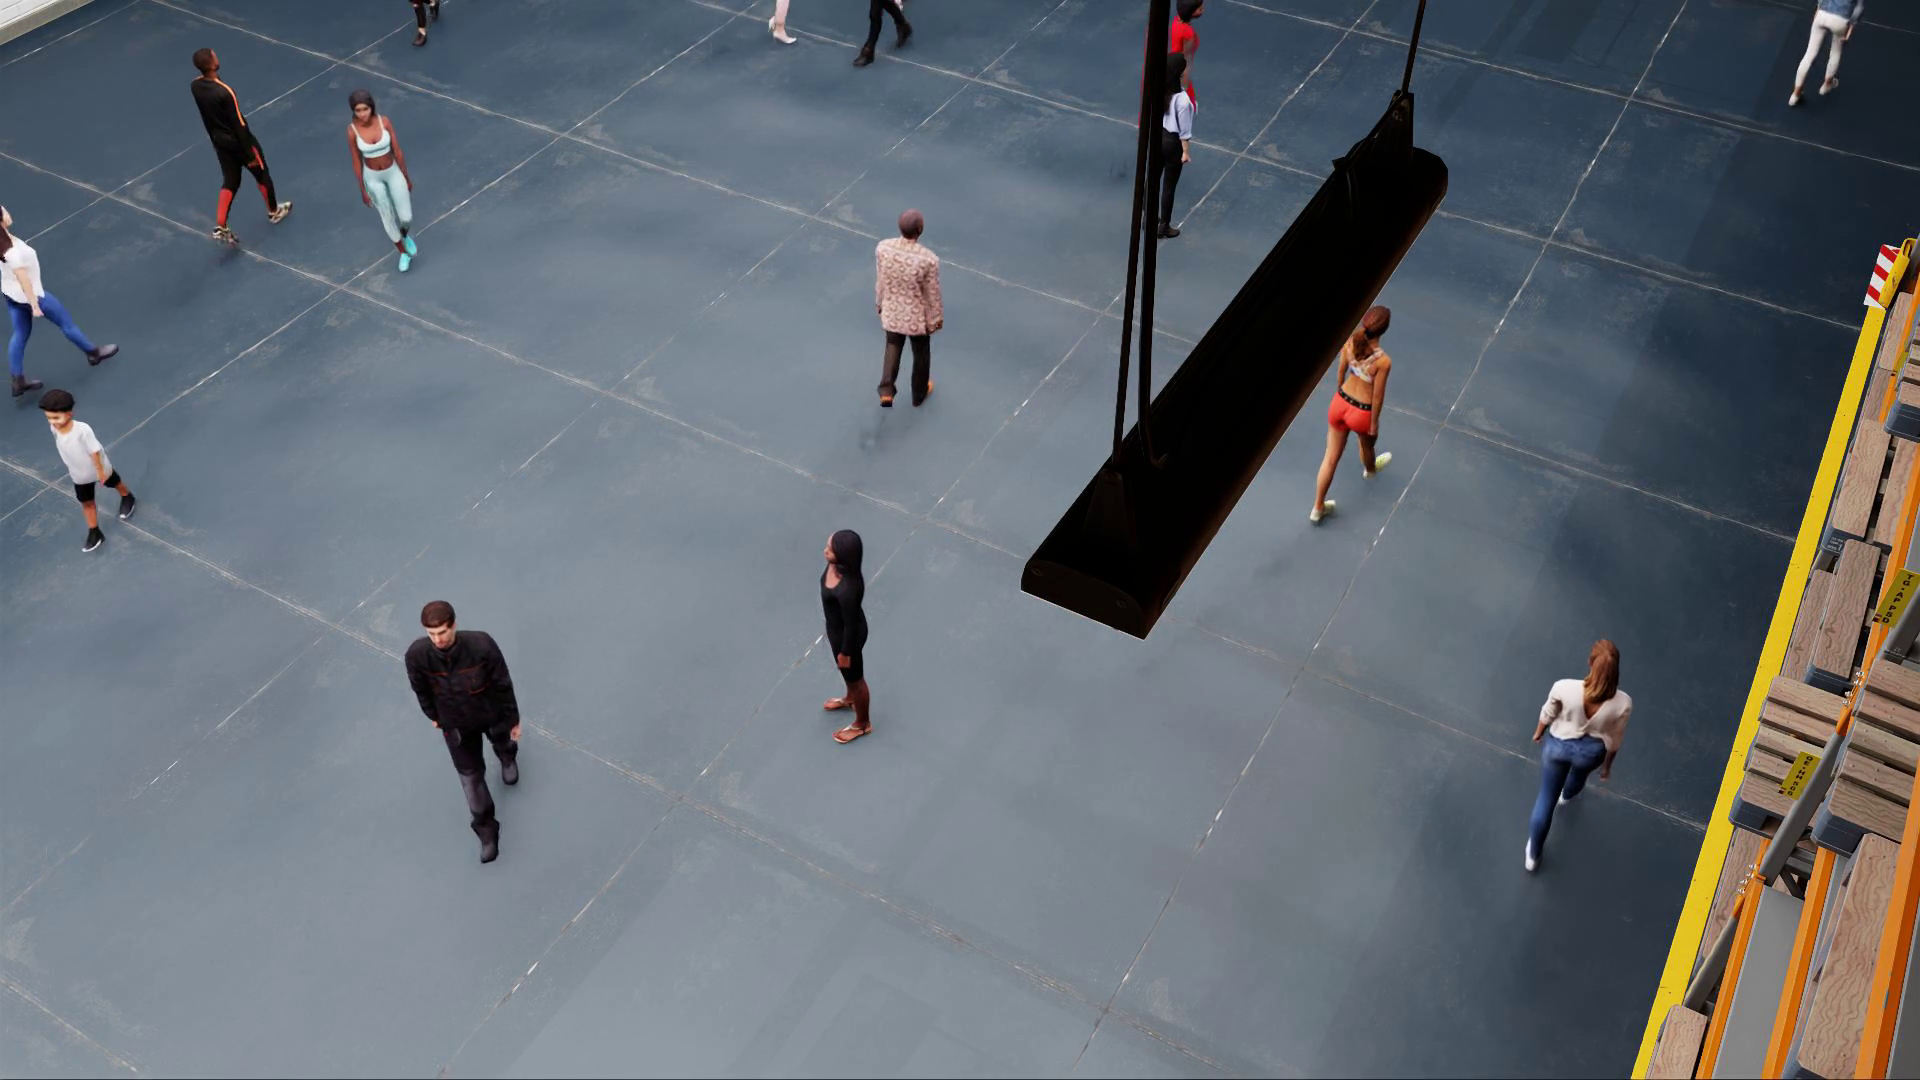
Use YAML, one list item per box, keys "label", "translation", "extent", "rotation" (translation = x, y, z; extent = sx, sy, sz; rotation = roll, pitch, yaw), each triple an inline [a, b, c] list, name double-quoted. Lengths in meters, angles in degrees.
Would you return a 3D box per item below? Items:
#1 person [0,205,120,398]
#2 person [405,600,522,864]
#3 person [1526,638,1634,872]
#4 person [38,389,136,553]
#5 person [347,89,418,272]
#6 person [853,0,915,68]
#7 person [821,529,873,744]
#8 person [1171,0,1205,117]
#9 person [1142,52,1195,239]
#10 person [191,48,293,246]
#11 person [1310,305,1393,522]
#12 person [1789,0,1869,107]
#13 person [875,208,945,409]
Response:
- label: "person"
  translation: [-7.350, -1.839, 12.963]
  extent: [0.653, 1.643, 1.112]
  rotation: [26, 49, 24]
- label: "person"
  translation: [-2.881, 0.966, 9.908]
  extent: [1.185, 1.796, 1.258]
  rotation: [-9, 44, -9]
- label: "person"
  translation: [3.537, 1.299, 9.635]
  extent: [0.731, 1.691, 1.064]
  rotation: [15, 46, 16]
- label: "person"
  translation: [-6.238, -0.591, 11.955]
  extent: [0.736, 1.227, 0.931]
  rotation: [2, 44, 2]
- label: "person"
  translation: [-4.942, -3.117, 14.252]
  extent: [0.719, 1.716, 0.784]
  rotation: [-17, 46, -17]
- label: "person"
  translation: [-0.770, -5.798, 17.043]
  extent: [1.190, 1.748, 0.855]
  rotation: [-32, 52, -29]
- label: "person"
  translation: [-0.716, 0.577, 10.372]
  extent: [0.734, 1.720, 0.674]
  rotation: [-10, 45, -11]
- label: "person"
  translation: [1.952, -4.254, 15.435]
  extent: [0.899, 1.731, 0.836]
  rotation: [-12, 45, -13]
- label: "person"
  translation: [1.816, -3.470, 14.603]
  extent: [0.700, 1.743, 0.731]
  rotation: [-27, 50, -26]
- label: "person"
  translation: [-6.407, -3.404, 14.511]
  extent: [0.769, 1.774, 1.186]
  rotation: [14, 45, 14]
- label: "person"
  translation: [2.753, -0.862, 11.858]
  extent: [0.804, 1.754, 1.160]
  rotation: [35, 53, 31]
- label: "person"
  translation: [8.518, -5.041, 16.305]
  extent: [0.748, 1.671, 0.959]
  rotation: [30, 51, 28]
- label: "person"
  translation: [-0.428, -1.698, 12.705]
  extent: [0.793, 1.794, 0.917]
  rotation: [14, 45, 14]
